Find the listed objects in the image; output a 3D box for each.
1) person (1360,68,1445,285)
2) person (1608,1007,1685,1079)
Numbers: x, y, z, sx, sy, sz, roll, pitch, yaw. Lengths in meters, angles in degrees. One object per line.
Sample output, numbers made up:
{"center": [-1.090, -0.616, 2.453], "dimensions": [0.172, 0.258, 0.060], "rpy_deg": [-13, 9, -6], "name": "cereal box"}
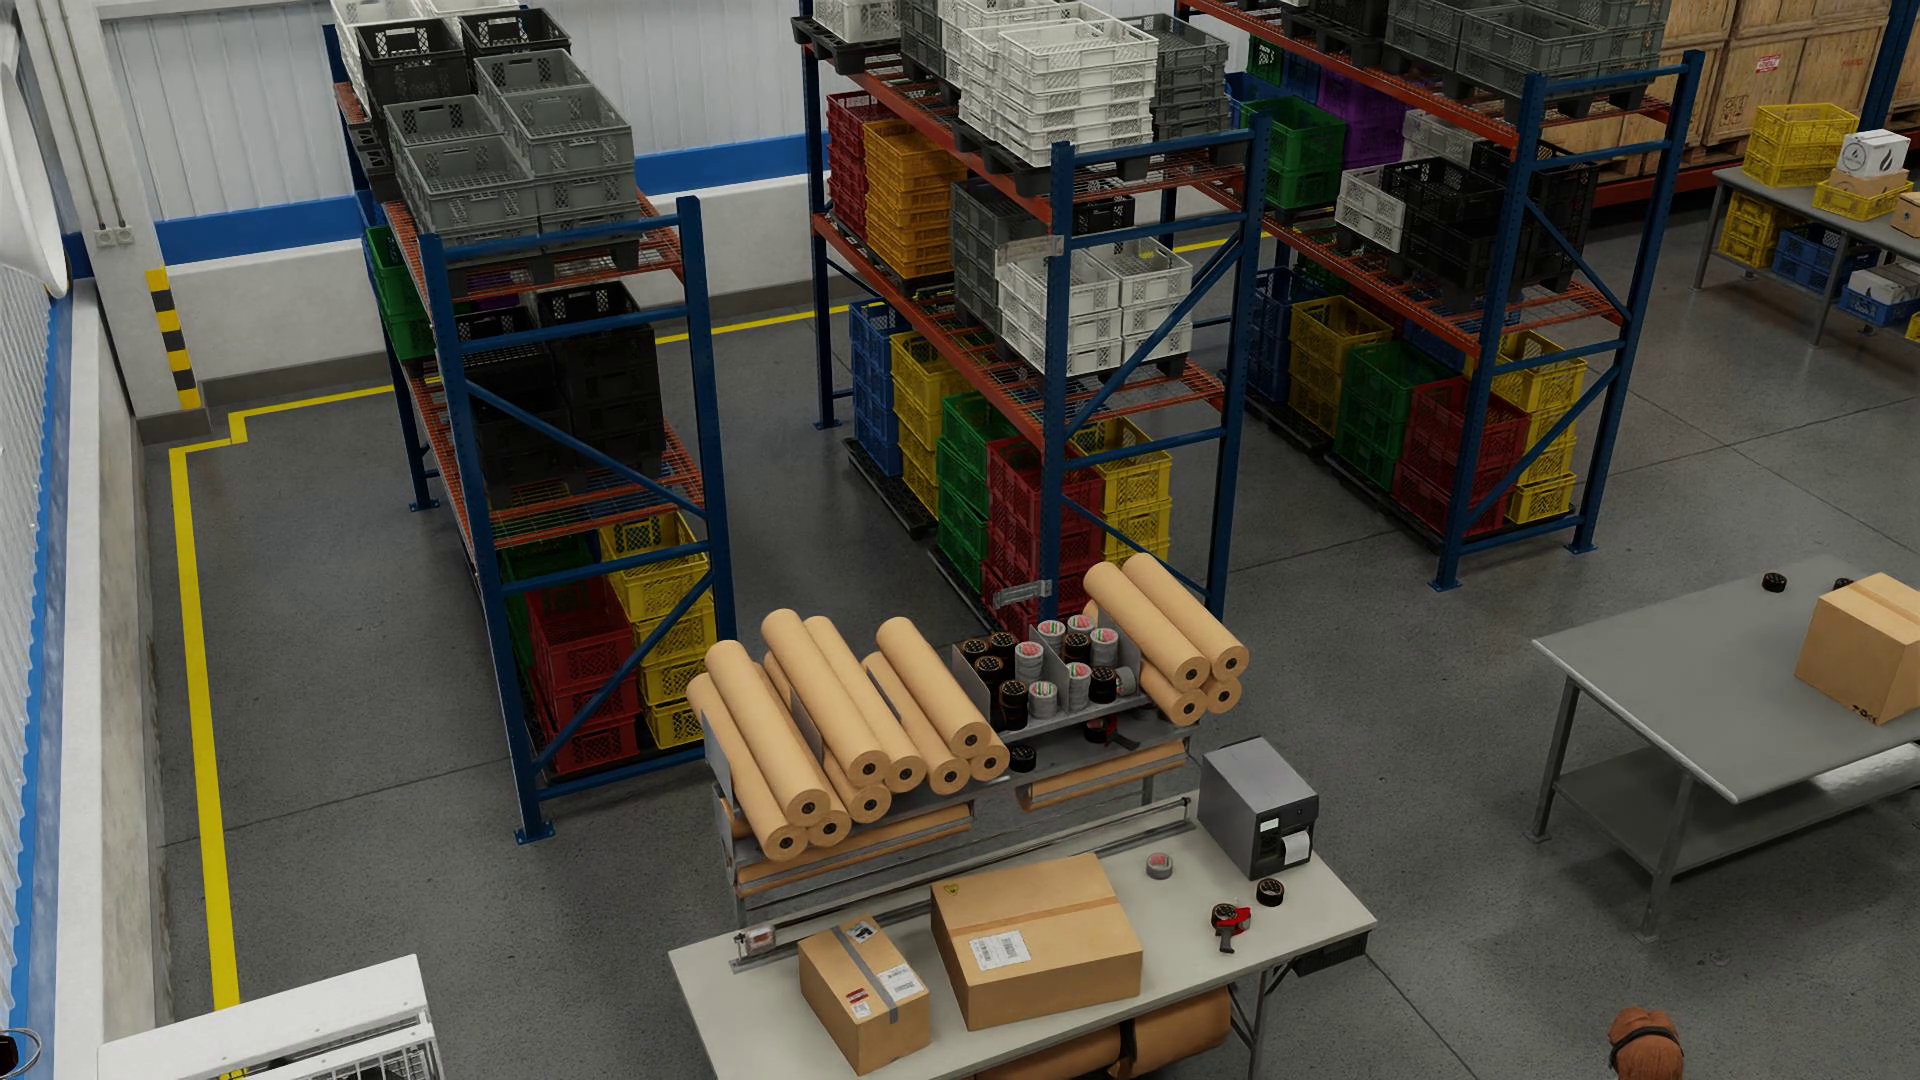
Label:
{"center": [3.460, -2.912, 13.129], "dimensions": [0.717, 1.911, 0.615], "rpy_deg": [1, 32, 2], "name": "person"}
{"center": [2.011, 2.109, 5.222], "dimensions": [0.511, 1.640, 0.309], "rpy_deg": [0, 32, 0], "name": "person"}
